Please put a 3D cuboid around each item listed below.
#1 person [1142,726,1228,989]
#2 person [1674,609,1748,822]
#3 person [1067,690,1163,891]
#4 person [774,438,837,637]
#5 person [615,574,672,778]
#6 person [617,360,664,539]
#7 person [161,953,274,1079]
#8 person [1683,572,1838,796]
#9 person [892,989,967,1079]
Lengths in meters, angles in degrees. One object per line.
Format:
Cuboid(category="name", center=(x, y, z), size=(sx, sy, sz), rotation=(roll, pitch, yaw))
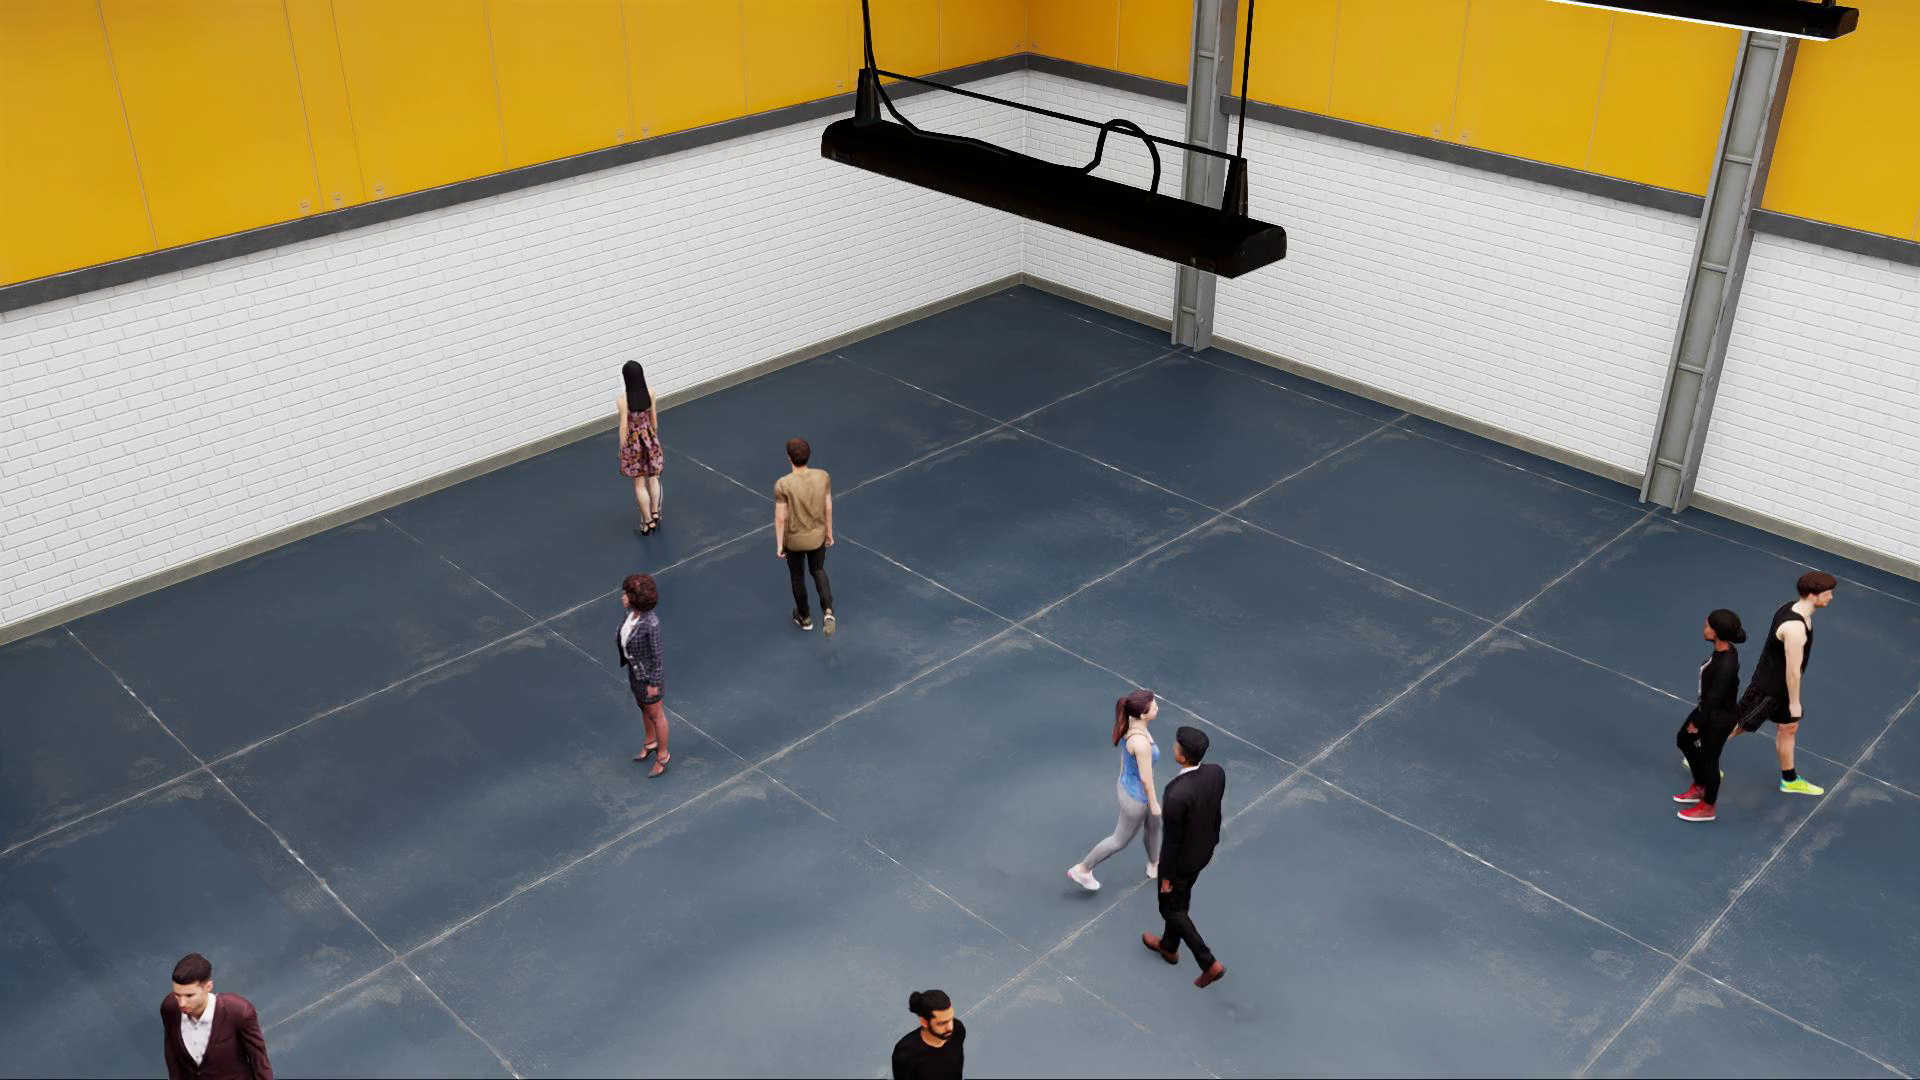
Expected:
Cuboid(category="person", center=(1.477, 2.005, 10.411), size=(0.714, 1.864, 0.954), rotation=(-25, 37, -37))
Cuboid(category="person", center=(5.491, 1.293, 11.948), size=(0.727, 1.642, 0.698), rotation=(3, 29, 6))
Cuboid(category="person", center=(1.114, 1.729, 11.215), size=(1.057, 1.579, 1.029), rotation=(-1, 29, -2))
Cuboid(category="person", center=(-1.280, 0.019, 14.078), size=(0.858, 1.839, 1.065), rotation=(-14, 31, -23))
Cuboid(category="person", center=(-2.346, 0.995, 12.432), size=(0.724, 1.702, 0.563), rotation=(-16, 33, -27))
Cuboid(category="person", center=(-3.034, -0.873, 15.784), size=(0.665, 1.772, 0.642), rotation=(26, 38, 38))
Cuboid(category="person", center=(-3.886, 2.875, 8.827), size=(1.056, 1.853, 1.084), rotation=(3, 29, 5))
Cuboid(category="person", center=(5.864, 1.055, 12.179), size=(1.277, 1.840, 0.897), rotation=(13, 31, 22))
Cuboid(category="person", center=(-0.216, 3.013, 8.702), size=(0.706, 1.732, 1.126), rotation=(-21, 35, -33))
